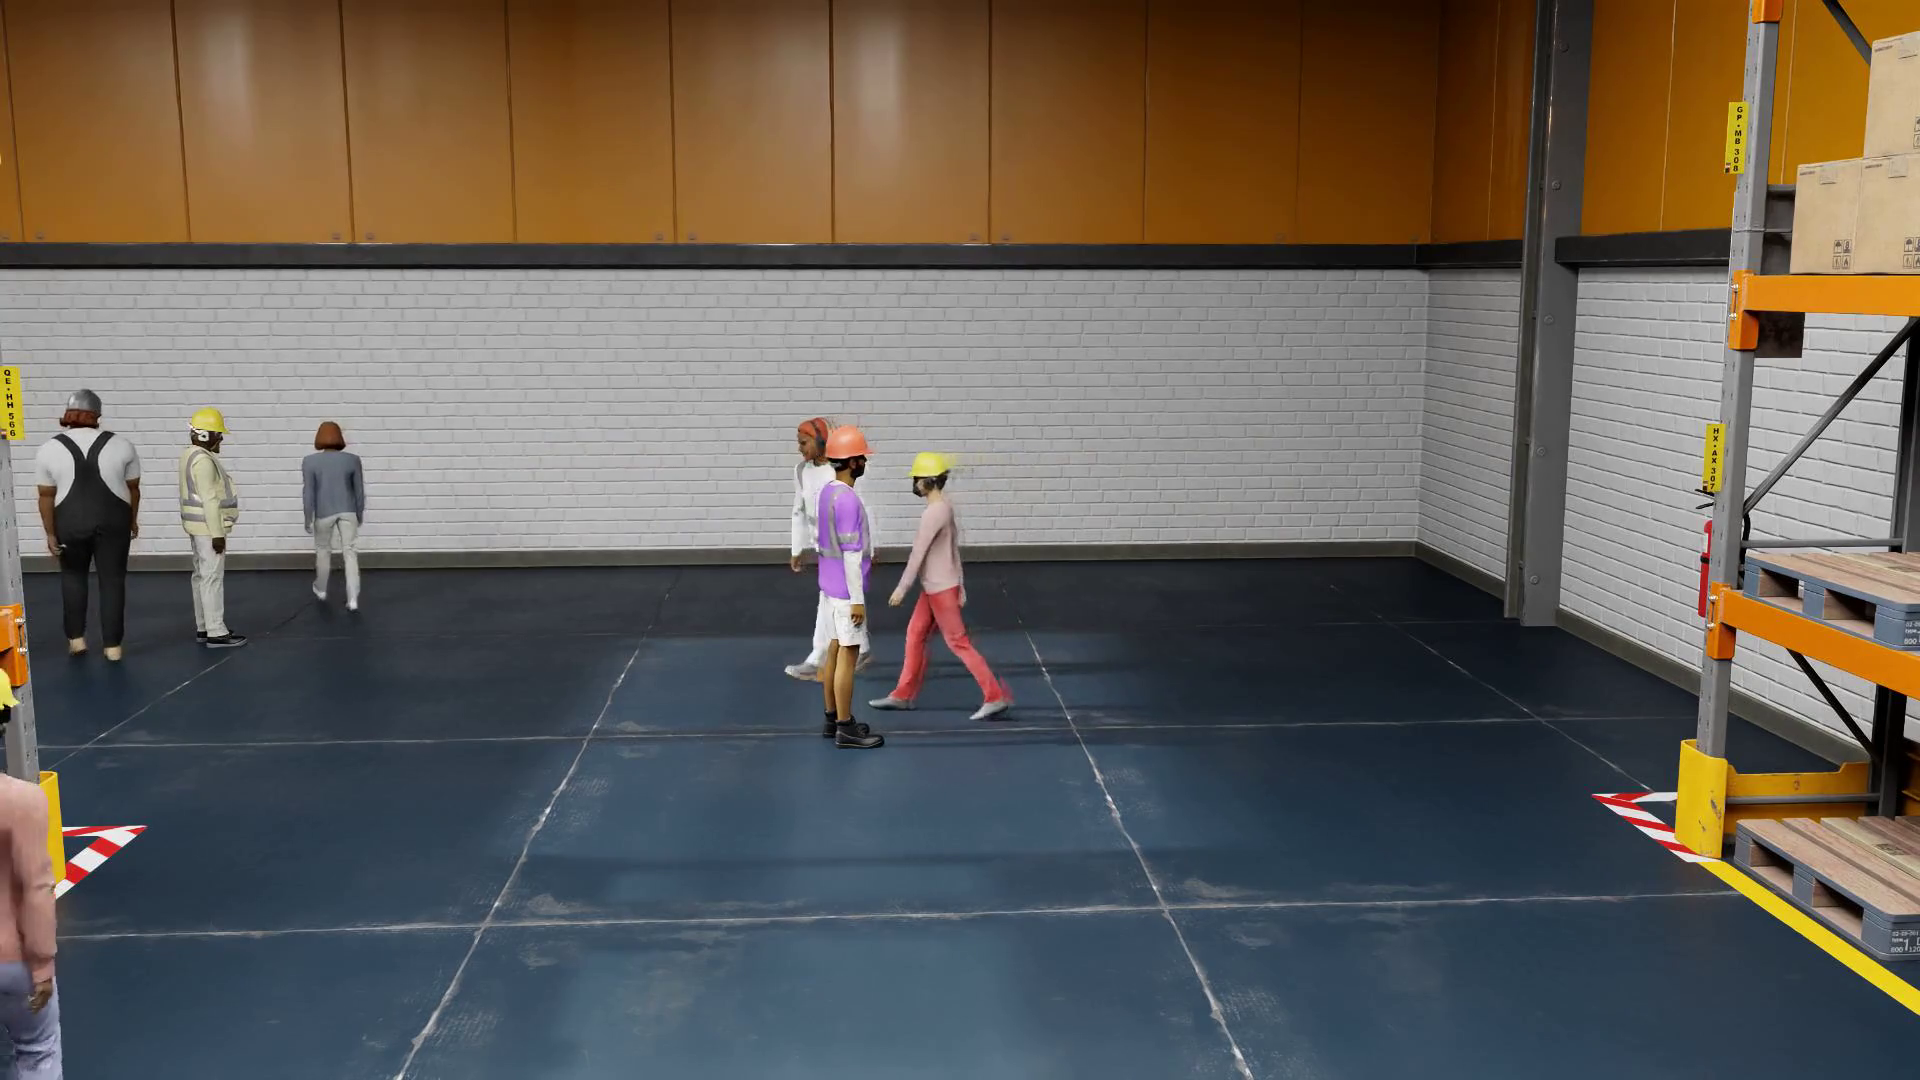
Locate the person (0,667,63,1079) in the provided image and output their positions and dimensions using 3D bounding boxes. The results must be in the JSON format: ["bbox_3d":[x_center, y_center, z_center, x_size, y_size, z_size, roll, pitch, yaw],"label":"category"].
[{"bbox_3d":[-2.884,1.202,4.829,0.521,1.740,0.782,0,9,1],"label":"person"}]

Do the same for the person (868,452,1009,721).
[{"bbox_3d":[-0.109,0.295,10.621,0.926,1.718,0.524,1,9,6],"label":"person"}]

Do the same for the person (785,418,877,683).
[{"bbox_3d":[-0.919,0.063,11.667,0.606,1.834,0.963,8,12,42],"label":"person"}]

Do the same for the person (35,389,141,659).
[{"bbox_3d":[-6.477,-0.154,12.424,0.682,2.000,0.803,-5,10,-27],"label":"person"}]

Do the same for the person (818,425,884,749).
[{"bbox_3d":[-0.670,0.281,9.999,0.344,1.942,0.551,-3,10,-18],"label":"person"}]

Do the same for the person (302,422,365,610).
[{"bbox_3d":[-5.356,-0.216,14.225,0.524,1.584,0.870,-6,11,-31],"label":"person"}]

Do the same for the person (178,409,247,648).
[{"bbox_3d":[-5.733,-0.093,12.729,0.403,1.822,0.588,-7,11,-36],"label":"person"}]
